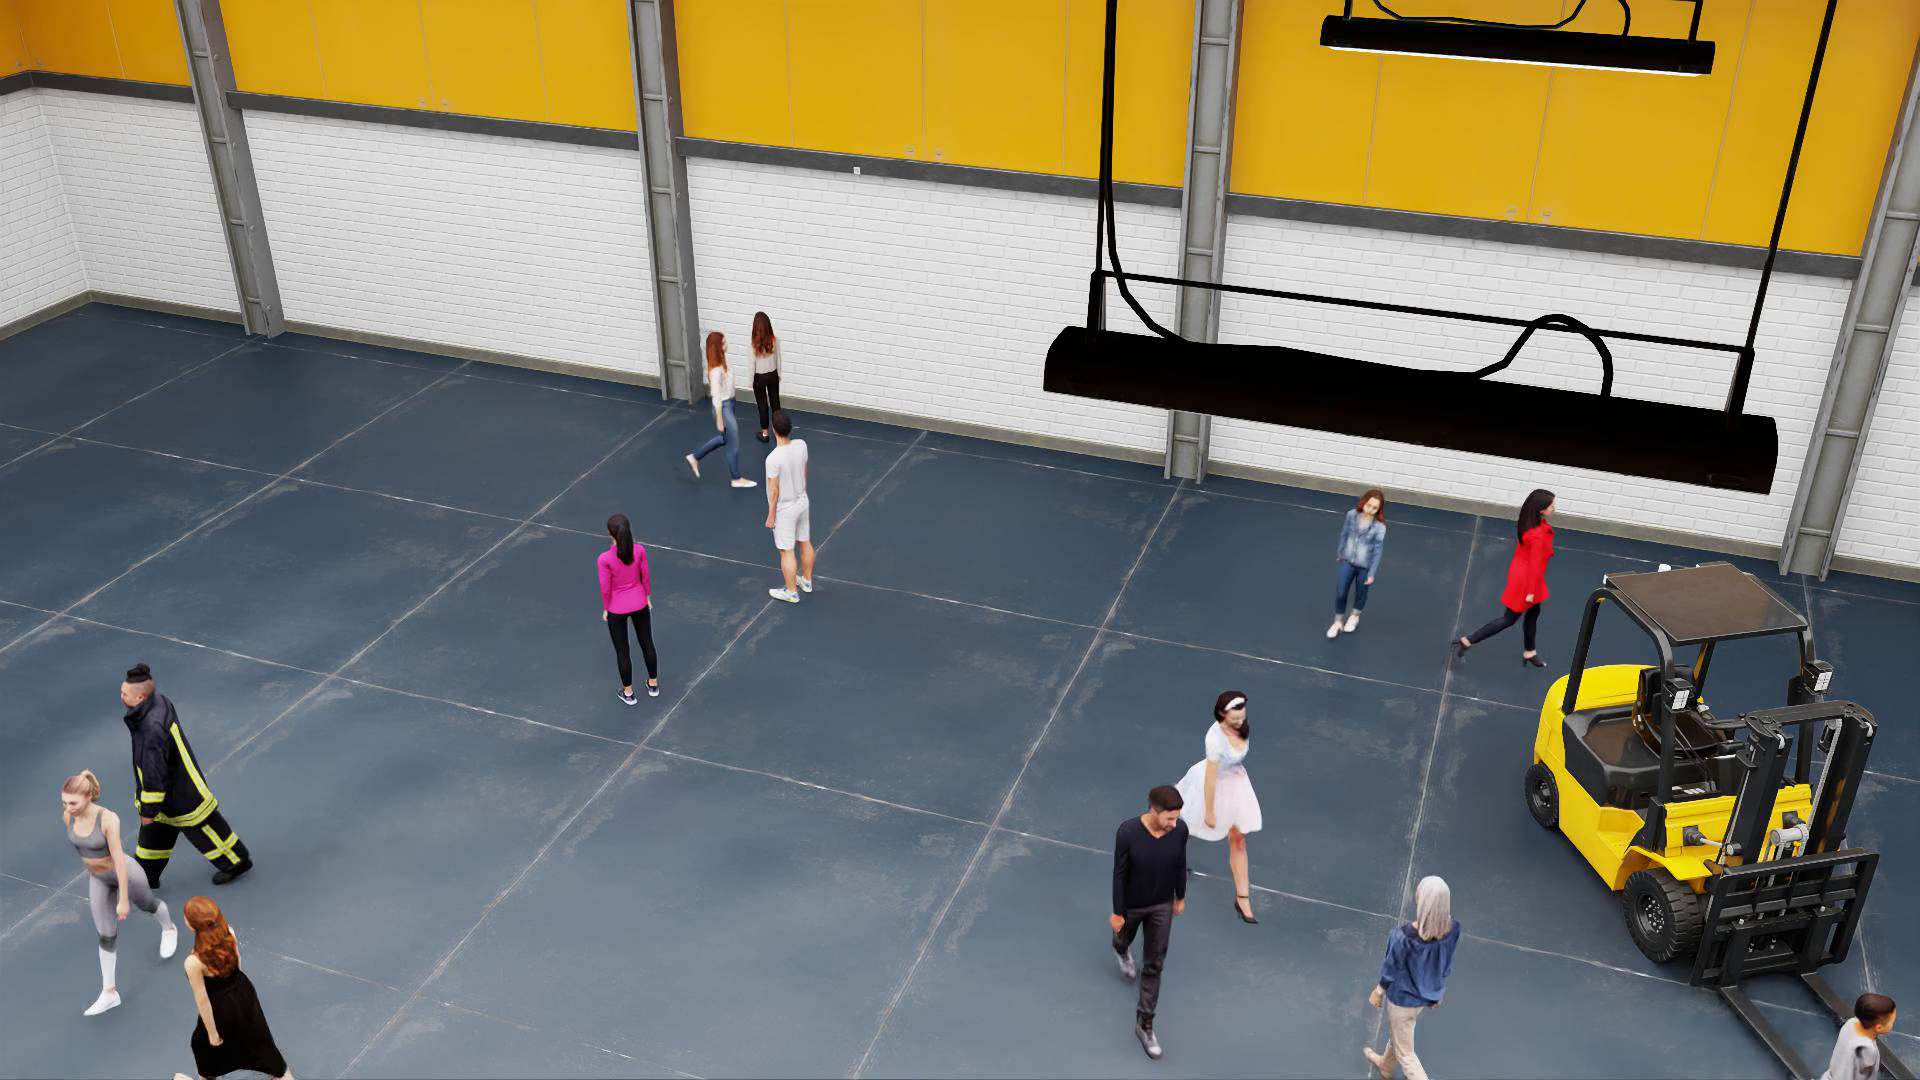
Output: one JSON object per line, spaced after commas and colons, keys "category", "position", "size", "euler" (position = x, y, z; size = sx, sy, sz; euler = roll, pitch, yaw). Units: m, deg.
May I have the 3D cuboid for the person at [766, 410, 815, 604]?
{"category": "person", "position": [-1.537, -0.308, 15.036], "size": [0.672, 1.854, 0.733], "euler": [19, 34, 31]}

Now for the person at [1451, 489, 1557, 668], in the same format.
{"category": "person", "position": [4.643, 0.362, 13.946], "size": [1.128, 1.720, 0.796], "euler": [3, 29, 5]}

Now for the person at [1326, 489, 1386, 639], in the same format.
{"category": "person", "position": [3.499, 0.175, 14.568], "size": [0.751, 1.453, 0.709], "euler": [-24, 37, -37]}

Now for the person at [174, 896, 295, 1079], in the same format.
{"category": "person", "position": [-4.184, 2.764, 9.691], "size": [1.065, 1.578, 0.628], "euler": [9, 30, 15]}

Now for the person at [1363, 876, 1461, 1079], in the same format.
{"category": "person", "position": [2.686, 2.721, 9.676], "size": [1.057, 1.669, 1.147], "euler": [-15, 32, -25]}

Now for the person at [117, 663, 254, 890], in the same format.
{"category": "person", "position": [-5.348, 1.659, 11.462], "size": [1.227, 1.823, 1.203], "euler": [-16, 32, -27]}

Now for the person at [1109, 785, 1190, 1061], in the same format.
{"category": "person", "position": [1.127, 2.219, 10.439], "size": [1.248, 1.819, 1.087], "euler": [-2, 29, -4]}

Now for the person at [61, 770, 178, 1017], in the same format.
{"category": "person", "position": [-5.401, 2.148, 10.745], "size": [1.121, 1.650, 0.806], "euler": [3, 29, 6]}

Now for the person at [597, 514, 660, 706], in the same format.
{"category": "person", "position": [-2.719, 0.554, 13.617], "size": [0.689, 1.698, 0.732], "euler": [-17, 33, -28]}

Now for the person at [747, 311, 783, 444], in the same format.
{"category": "person", "position": [-2.112, -1.775, 18.110], "size": [0.613, 1.484, 0.672], "euler": [-12, 31, -22]}

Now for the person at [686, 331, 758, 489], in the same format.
{"category": "person", "position": [-2.498, -1.318, 17.034], "size": [1.042, 1.713, 0.766], "euler": [2, 29, 3]}

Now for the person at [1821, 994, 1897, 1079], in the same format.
{"category": "person", "position": [4.893, 3.059, 9.289], "size": [0.763, 1.446, 0.642], "euler": [4, 29, 7]}

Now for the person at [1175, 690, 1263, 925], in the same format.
{"category": "person", "position": [1.703, 1.730, 11.413], "size": [1.241, 1.745, 0.946], "euler": [22, 36, 35]}
